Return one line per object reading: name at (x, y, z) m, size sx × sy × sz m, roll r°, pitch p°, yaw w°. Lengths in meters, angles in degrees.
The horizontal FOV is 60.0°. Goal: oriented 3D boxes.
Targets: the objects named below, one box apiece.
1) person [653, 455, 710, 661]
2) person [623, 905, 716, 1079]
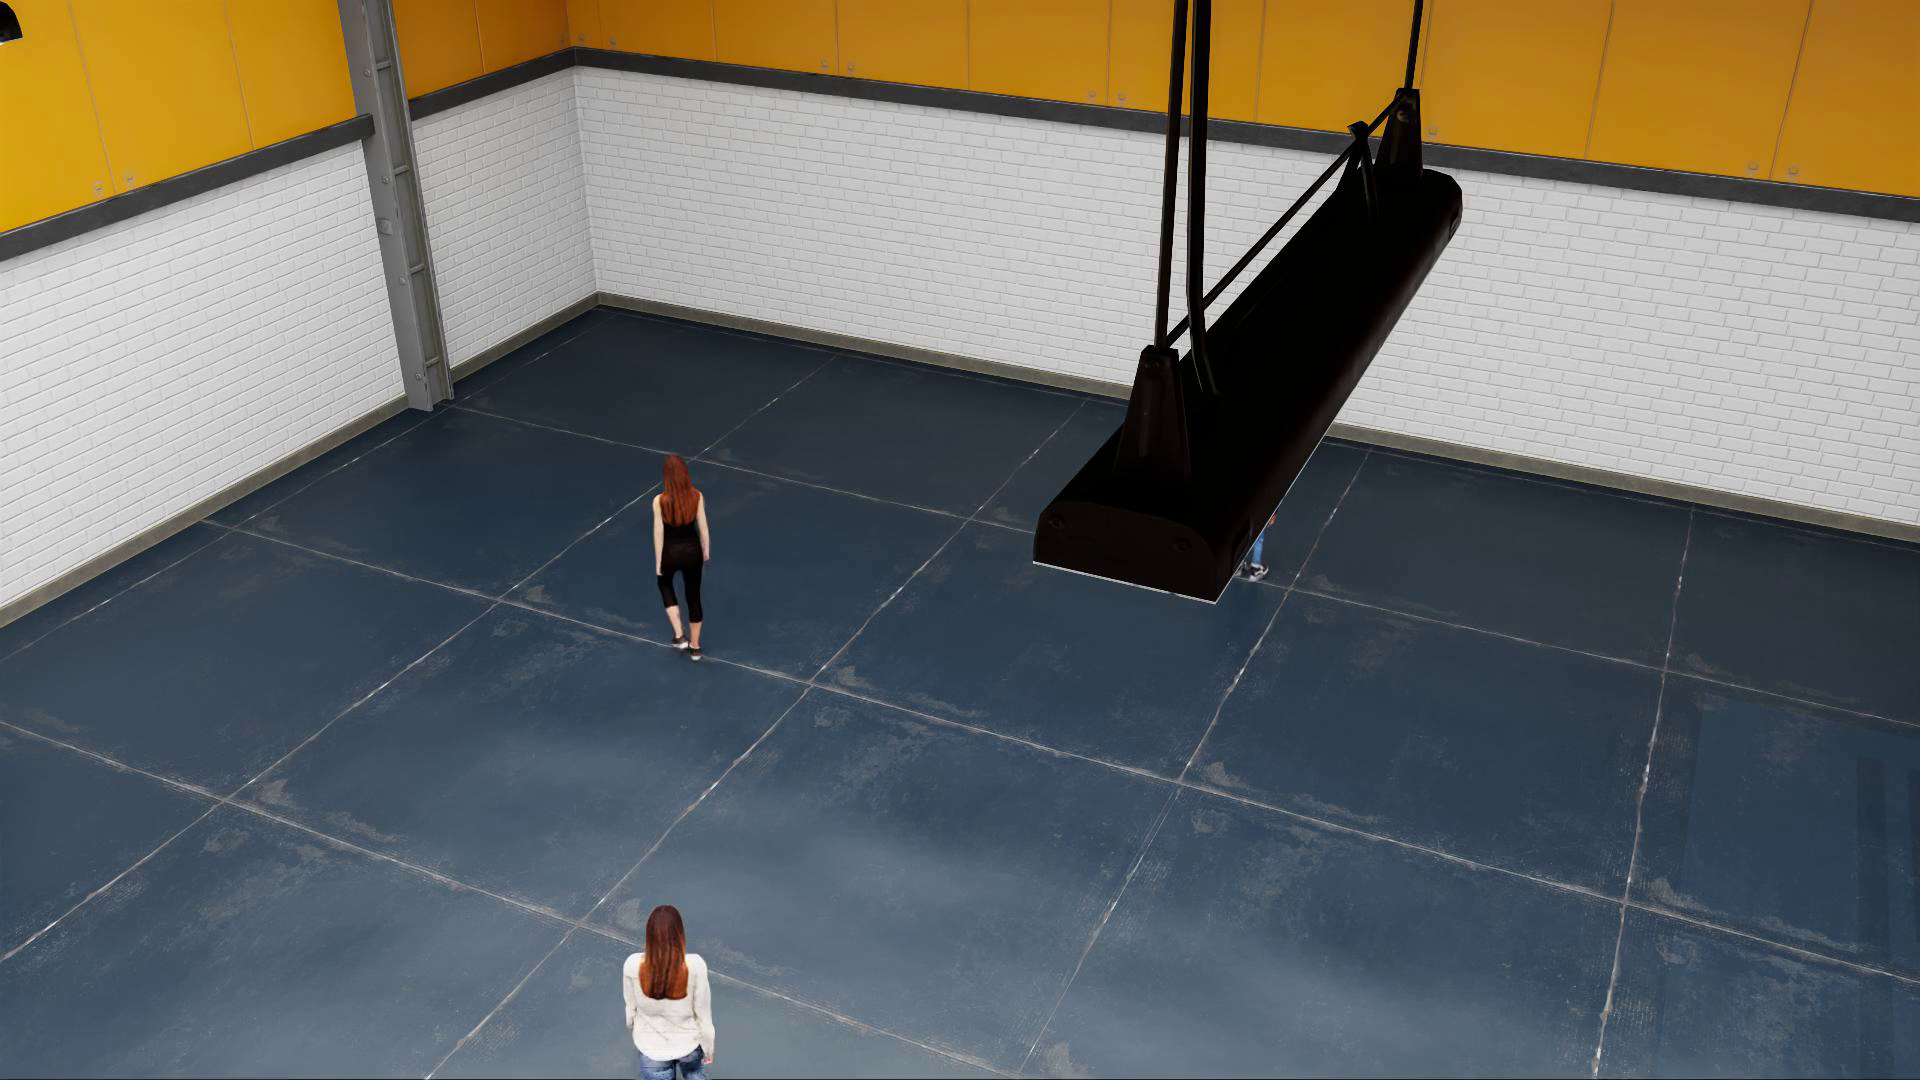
person at (-2.132, 0.177, 12.785) m, size 0.716 × 1.714 × 0.775 m, roll -10°, pitch 30°, yaw -17°
person at (-1.464, 2.610, 8.390) m, size 0.982 × 1.651 × 1.217 m, roll -2°, pitch 29°, yaw -3°
